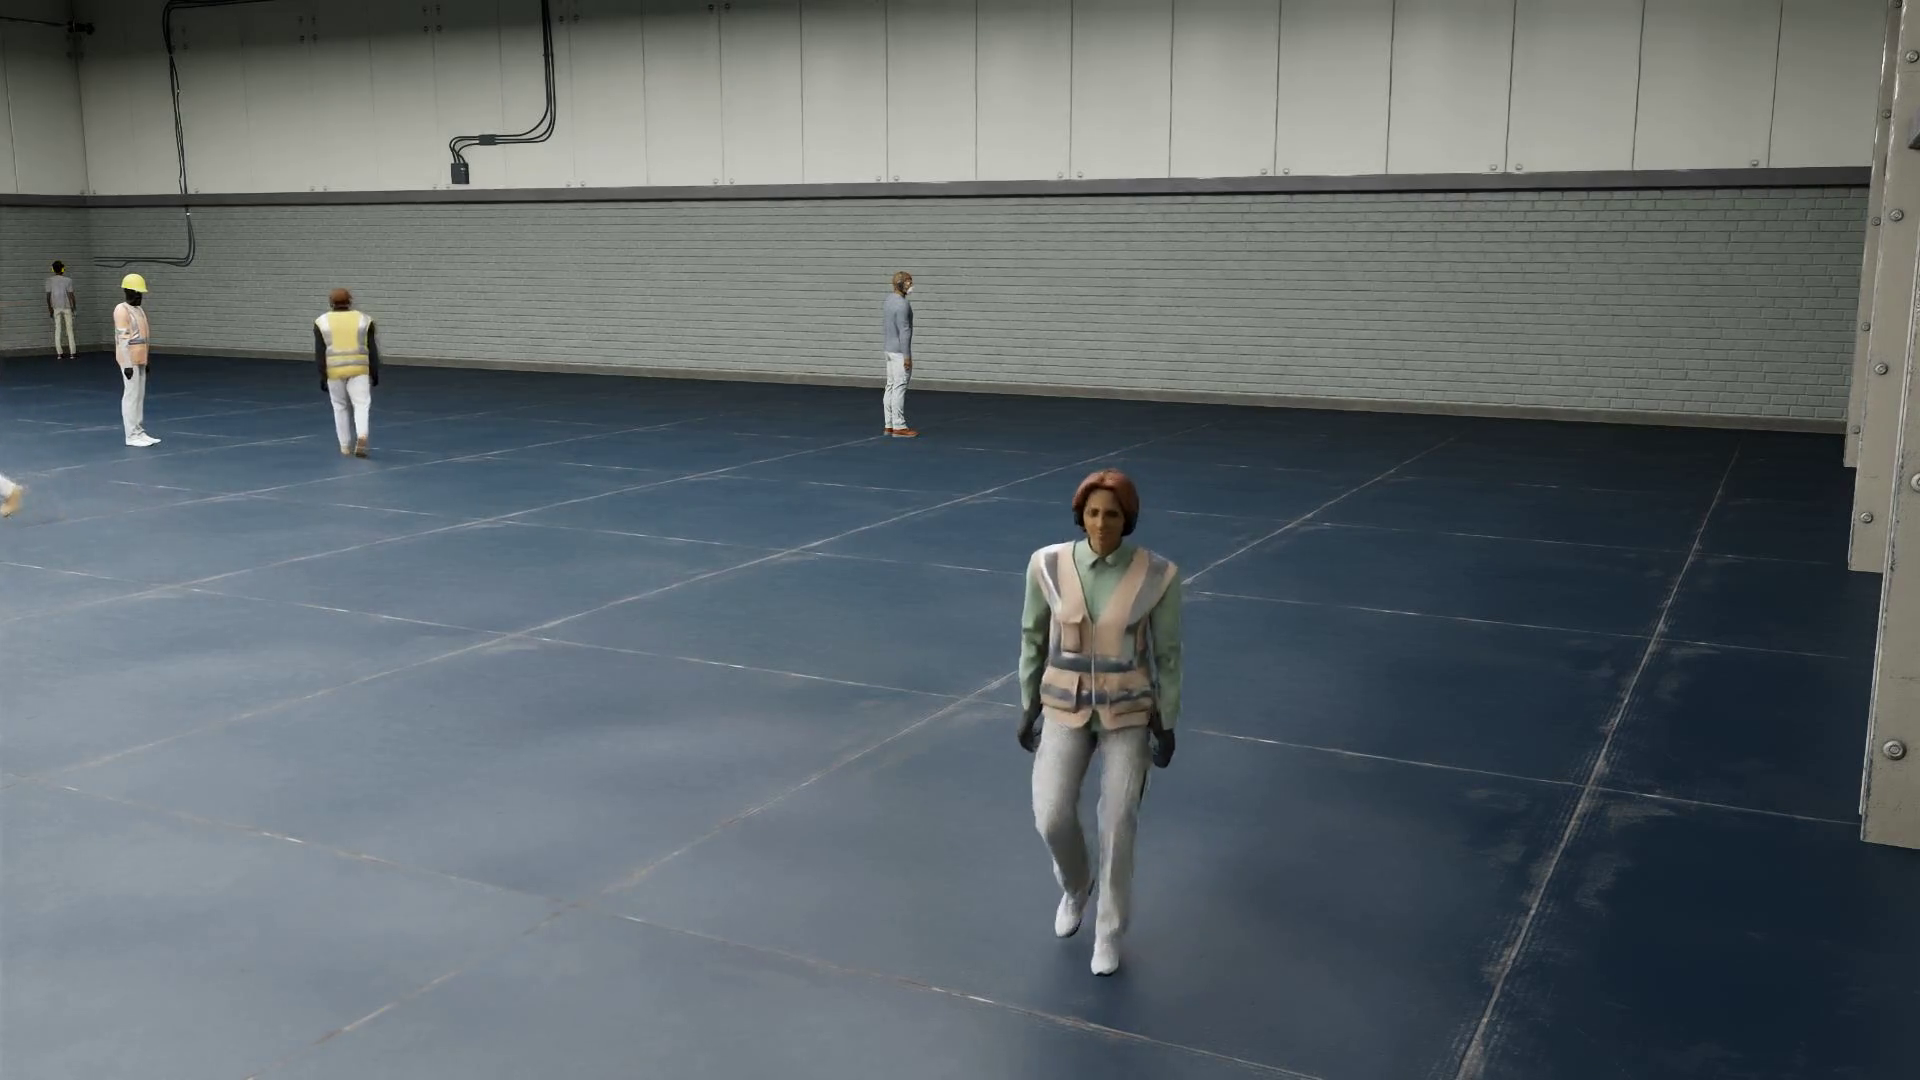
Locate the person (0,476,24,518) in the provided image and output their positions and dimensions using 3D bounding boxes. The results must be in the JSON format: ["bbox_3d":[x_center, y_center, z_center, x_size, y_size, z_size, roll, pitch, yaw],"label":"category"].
[{"bbox_3d":[-7.998,-0.989,13.334,0.631,1.826,0.604,8,13,37],"label":"person"}]

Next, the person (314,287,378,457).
[{"bbox_3d":[-6.522,-1.786,17.716,0.629,1.819,0.841,-4,11,-20],"label":"person"}]

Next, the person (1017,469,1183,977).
[{"bbox_3d":[0.441,0.579,5.303,0.540,1.624,0.360,2,11,13],"label":"person"}]

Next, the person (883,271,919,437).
[{"bbox_3d":[-0.715,-2.171,19.466,0.351,1.936,0.634,-4,11,-20],"label":"person"}]

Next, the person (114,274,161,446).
[{"bbox_3d":[-9.232,-2.012,18.645,0.392,1.919,0.589,-1,10,-8],"label":"person"}]

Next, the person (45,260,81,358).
[{"bbox_3d":[-17.193,-4.410,31.857,0.518,1.872,0.326,-2,11,-12],"label":"person"}]
